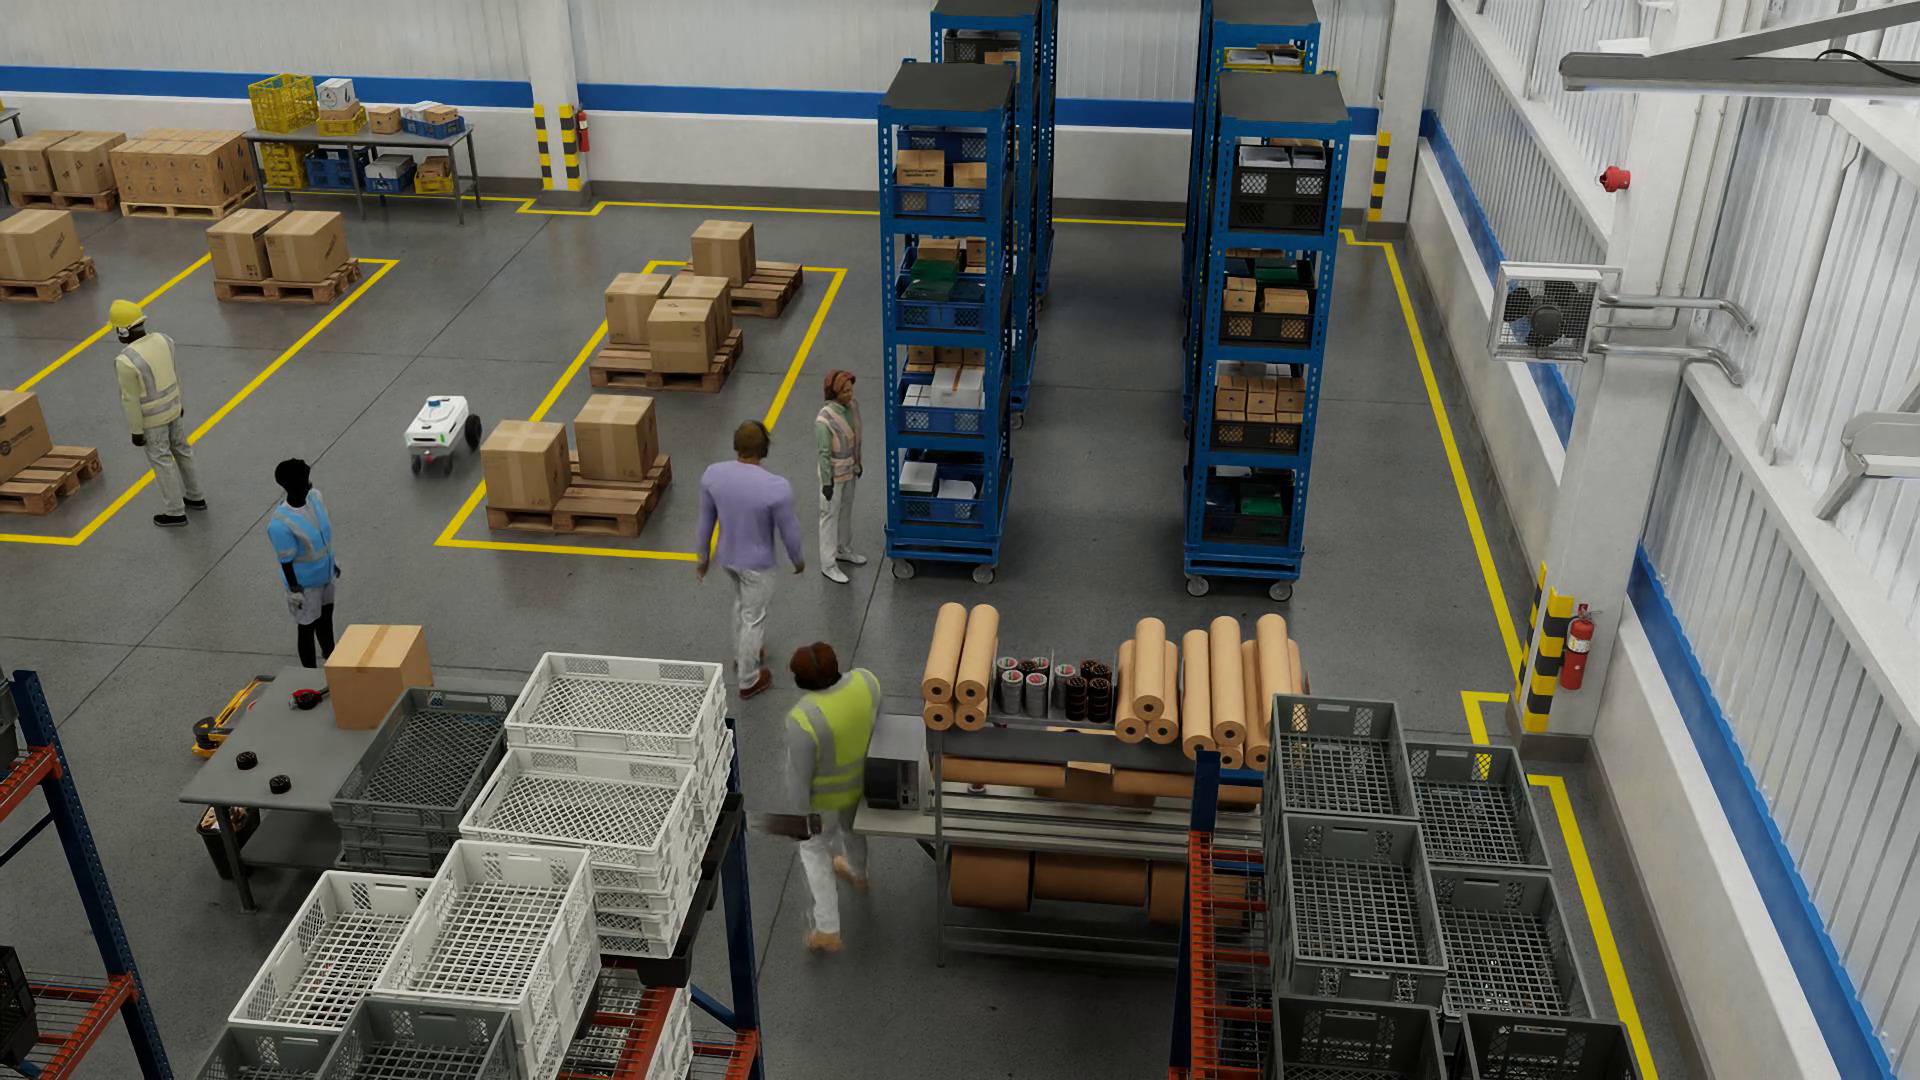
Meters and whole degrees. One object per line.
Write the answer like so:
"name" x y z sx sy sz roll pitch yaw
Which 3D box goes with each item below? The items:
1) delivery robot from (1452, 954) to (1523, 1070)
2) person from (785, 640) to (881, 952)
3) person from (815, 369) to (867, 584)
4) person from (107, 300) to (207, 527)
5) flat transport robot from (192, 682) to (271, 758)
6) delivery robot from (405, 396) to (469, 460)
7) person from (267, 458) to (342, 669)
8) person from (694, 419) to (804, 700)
"delivery robot" 2.697 2.312 8.304 0.477 0.478 0.707 2 30 4
"person" -0.651 1.309 8.886 0.720 1.819 0.607 -27 39 -38
"person" -0.872 -0.488 12.132 0.314 1.639 0.517 14 33 22
"person" -6.200 -0.983 12.803 0.403 1.827 0.592 5 31 9
"flat transport robot" -4.089 1.163 10.648 1.431 0.197 0.652 3 30 6
"delivery robot" -4.377 -0.969 13.940 0.477 0.478 0.707 1 30 2
"person" -4.228 0.227 10.844 0.321 1.699 0.536 5 31 9
"person" -1.371 0.133 10.814 0.633 1.913 0.495 17 34 26
